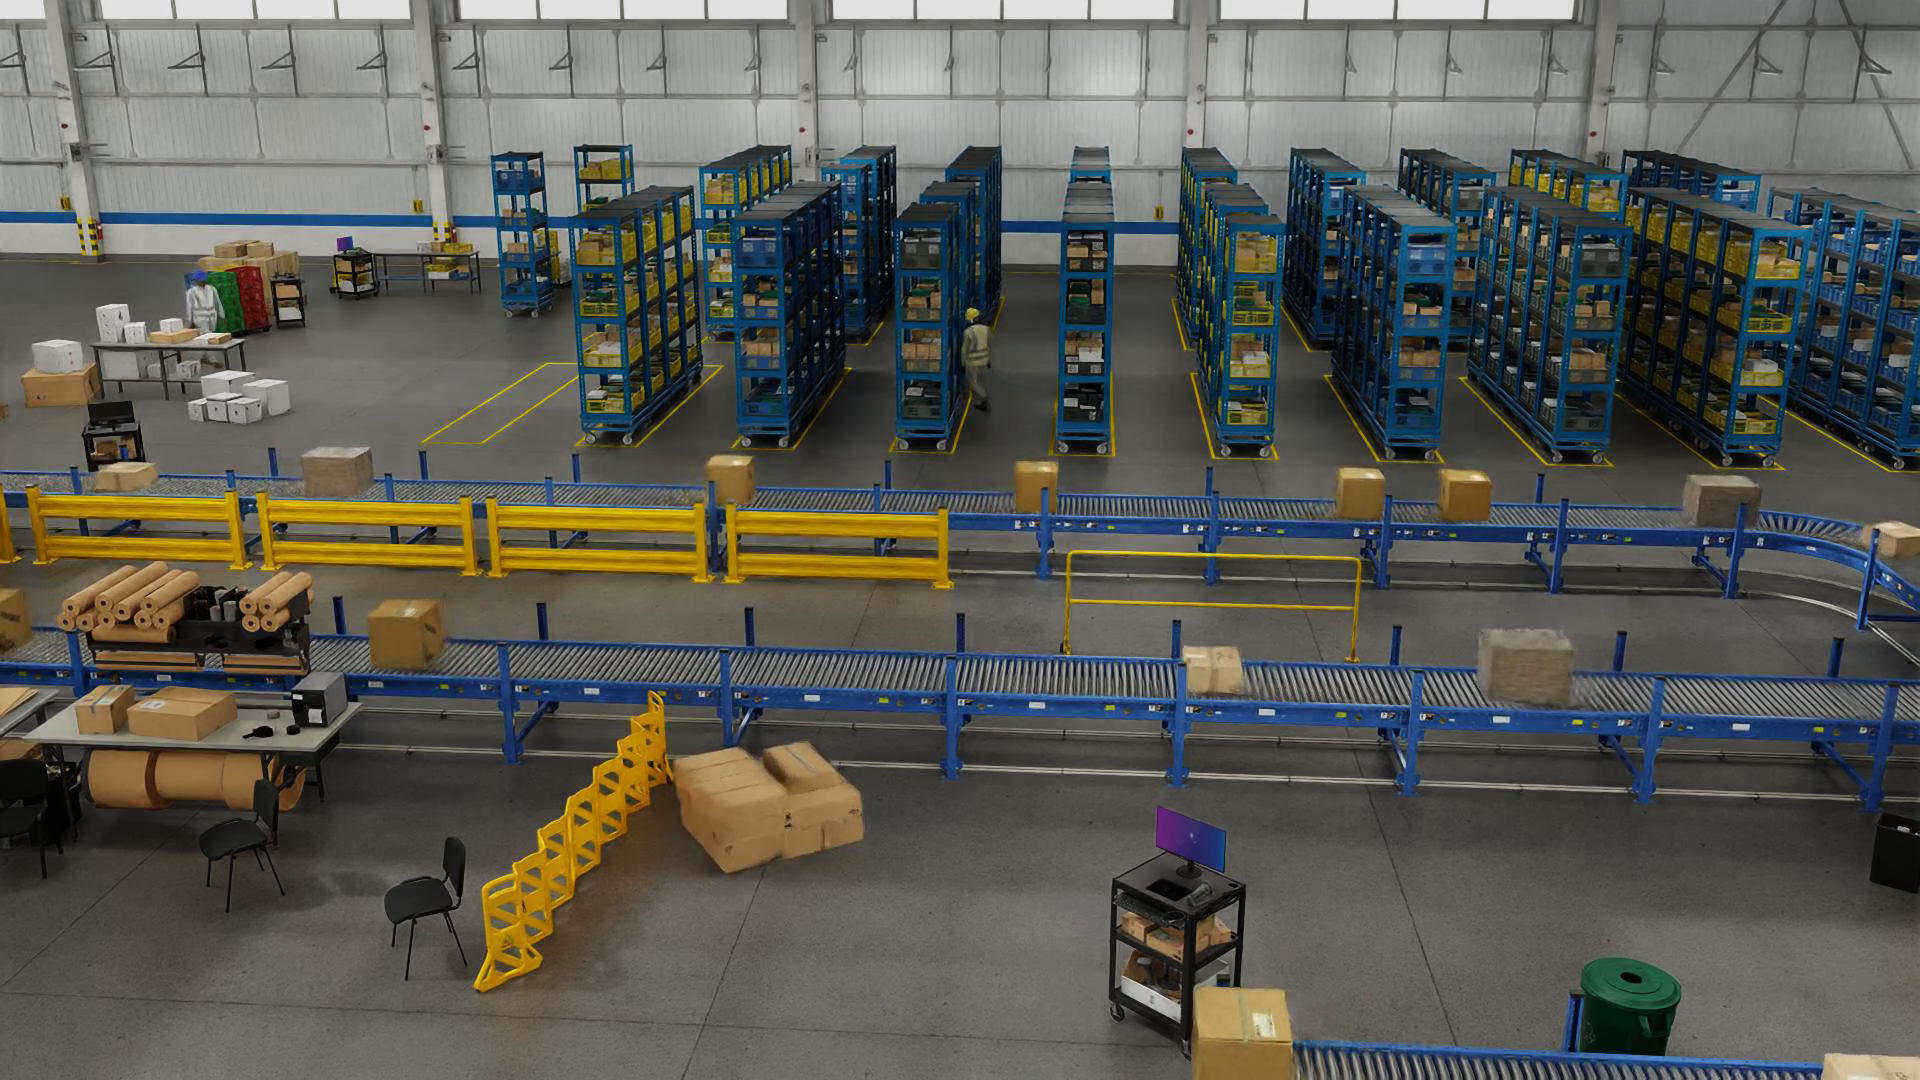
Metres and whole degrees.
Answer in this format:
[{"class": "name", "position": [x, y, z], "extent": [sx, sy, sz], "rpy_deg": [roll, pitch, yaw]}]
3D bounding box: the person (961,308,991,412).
[{"class": "person", "position": [0.283, -3.044, 28.272], "extent": [0.673, 1.798, 0.513], "rpy_deg": [-16, 24, -42]}]

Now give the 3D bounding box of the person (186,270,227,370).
[{"class": "person", "position": [-14.469, -4.240, 31.928], "extent": [1.020, 1.898, 0.606], "rpy_deg": [11, 21, 32]}]
